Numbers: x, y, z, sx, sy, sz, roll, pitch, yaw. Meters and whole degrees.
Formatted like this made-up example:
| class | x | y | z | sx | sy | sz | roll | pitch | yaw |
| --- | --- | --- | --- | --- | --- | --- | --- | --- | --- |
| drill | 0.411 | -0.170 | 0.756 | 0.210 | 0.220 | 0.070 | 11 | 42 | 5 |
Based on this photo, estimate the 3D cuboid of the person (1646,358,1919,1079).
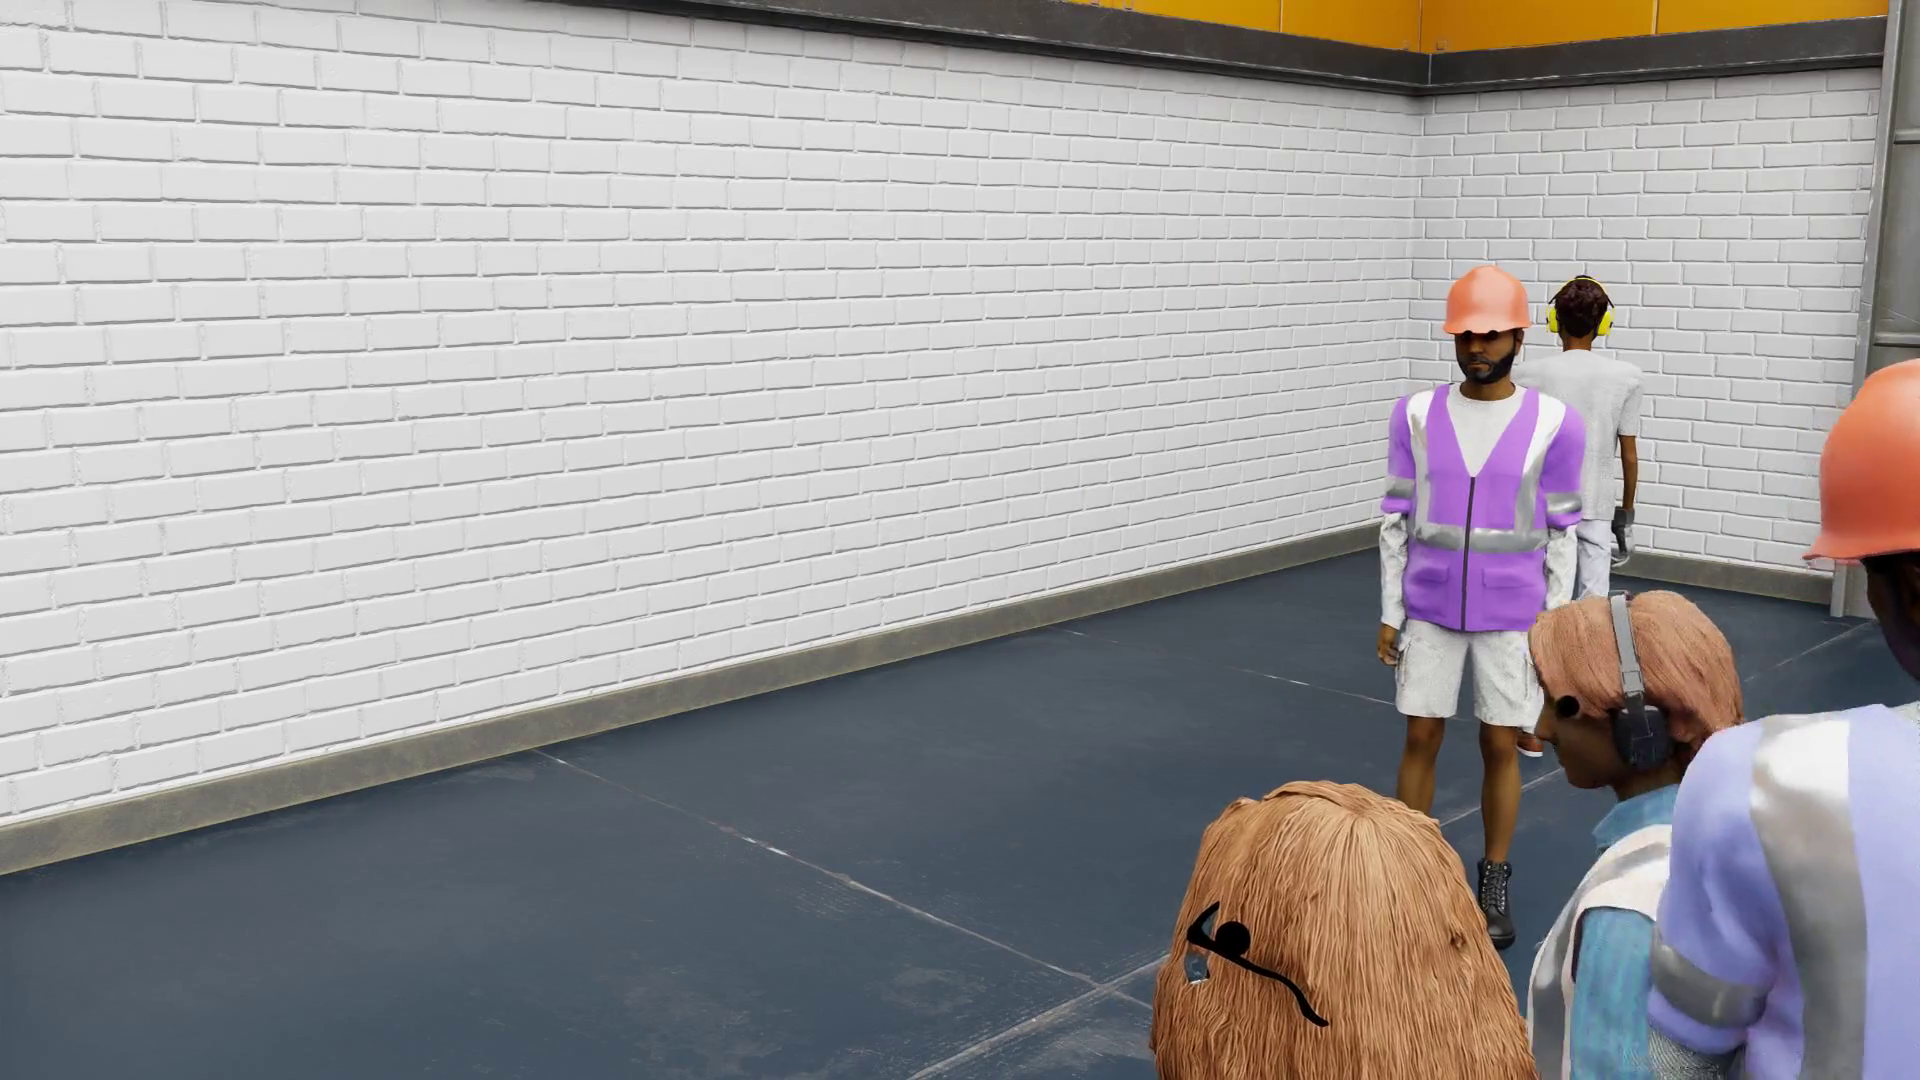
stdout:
| class | x | y | z | sx | sy | sz | roll | pitch | yaw |
| --- | --- | --- | --- | --- | --- | --- | --- | --- | --- |
| person | 0.968 | 0.768 | 1.705 | 0.562 | 1.903 | 0.637 | 3 | 11 | 17 |

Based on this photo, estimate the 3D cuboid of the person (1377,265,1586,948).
| class | x | y | z | sx | sy | sz | roll | pitch | yaw |
| --- | --- | --- | --- | --- | --- | --- | --- | --- | --- |
| person | 1.457 | 0.200 | 4.734 | 0.545 | 1.939 | 0.374 | 5 | 12 | 25 |

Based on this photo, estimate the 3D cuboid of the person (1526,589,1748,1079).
| class | x | y | z | sx | sy | sz | roll | pitch | yaw |
| --- | --- | --- | --- | --- | --- | --- | --- | --- | --- |
| person | 0.842 | 0.861 | 1.958 | 0.443 | 1.623 | 0.547 | 7 | 12 | 32 |

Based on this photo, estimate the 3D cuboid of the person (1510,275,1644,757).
| class | x | y | z | sx | sy | sz | roll | pitch | yaw |
| --- | --- | --- | --- | --- | --- | --- | --- | --- | --- |
| person | 2.346 | -0.078 | 6.446 | 0.521 | 1.868 | 0.336 | 3 | 11 | 15 |

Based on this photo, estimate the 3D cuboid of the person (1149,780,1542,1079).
| class | x | y | z | sx | sy | sz | roll | pitch | yaw |
| --- | --- | --- | --- | --- | --- | --- | --- | --- | --- |
| person | 0.273 | 0.980 | 1.310 | 0.286 | 1.633 | 0.499 | 10 | 14 | 43 |
